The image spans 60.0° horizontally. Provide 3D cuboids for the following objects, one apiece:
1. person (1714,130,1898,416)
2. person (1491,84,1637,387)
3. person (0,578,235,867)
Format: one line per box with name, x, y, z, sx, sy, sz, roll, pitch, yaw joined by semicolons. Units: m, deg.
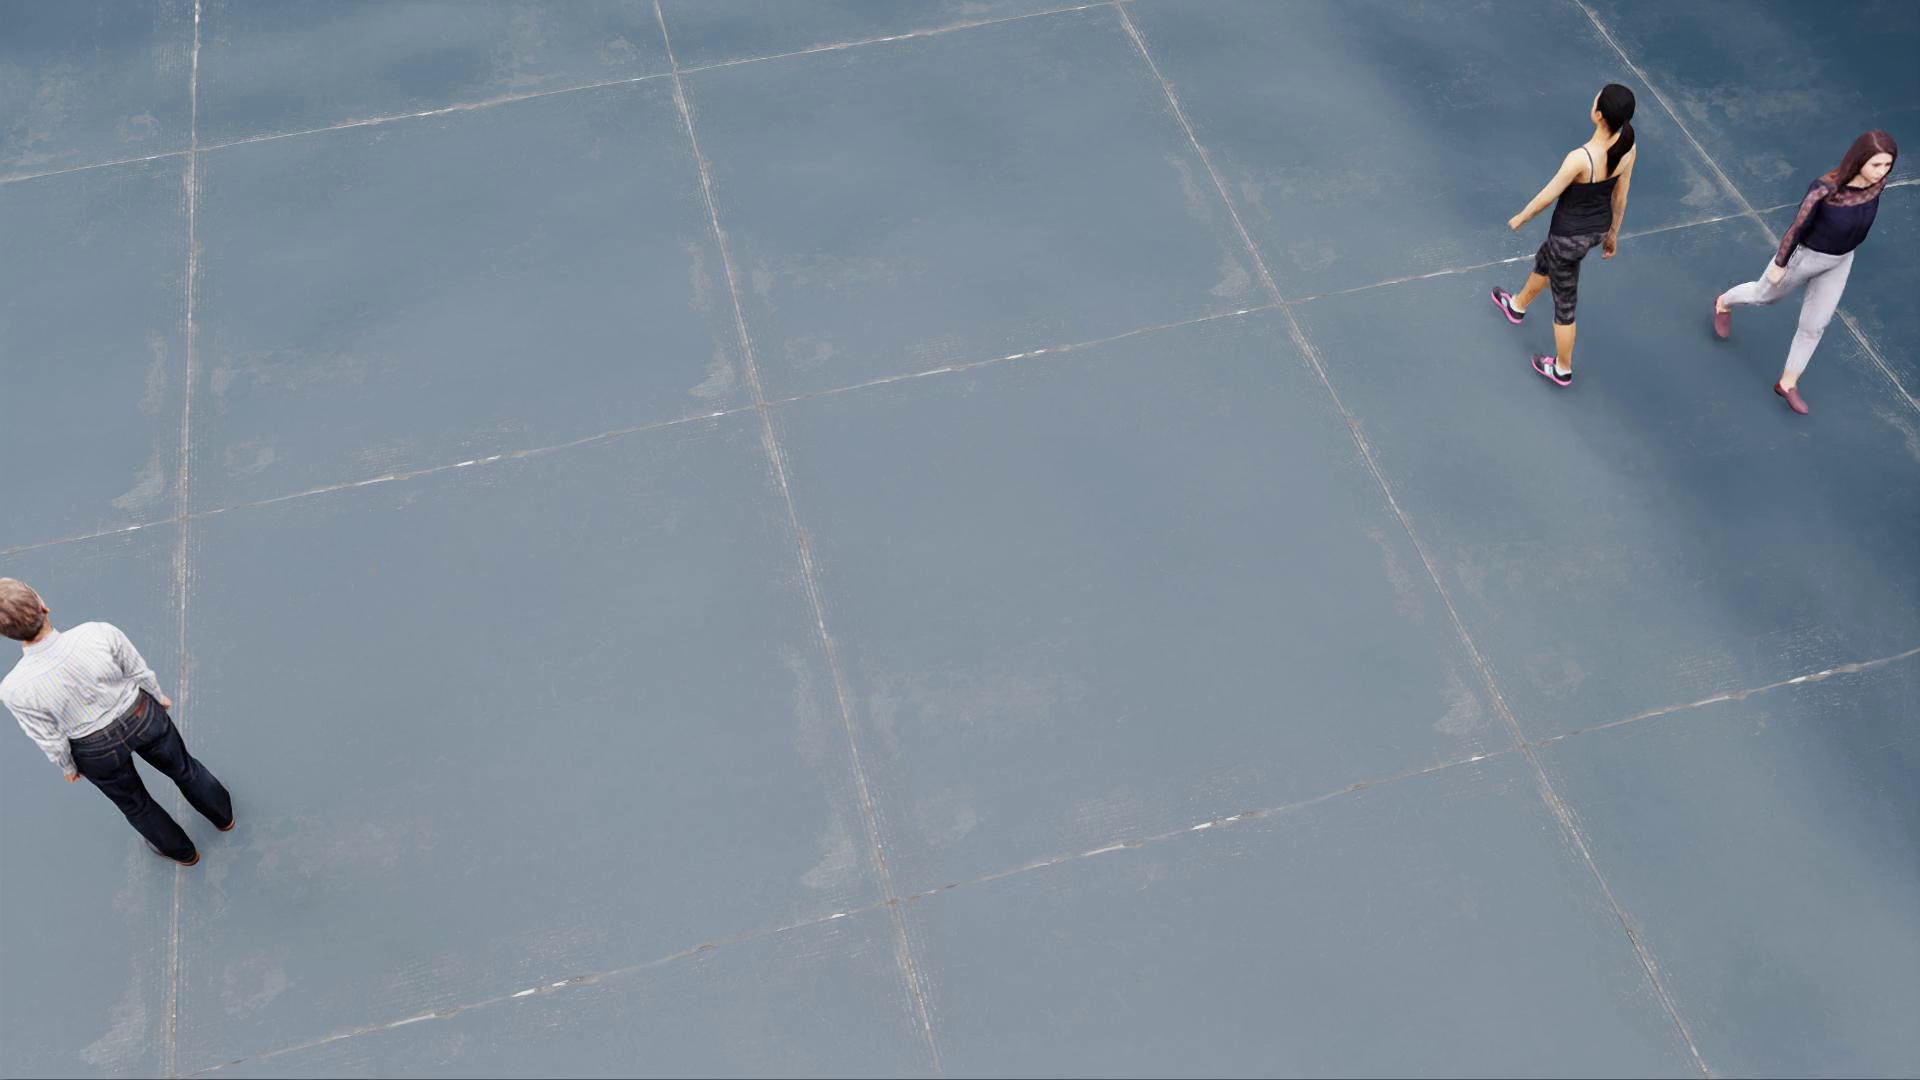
person;4.326;-1.460;8.533;0.603;1.575;1.047;-11;53;-8
person;3.188;-1.465;8.461;0.724;1.695;1.024;-24;56;-18
person;-3.401;0.754;6.665;0.758;1.817;0.741;35;60;24
